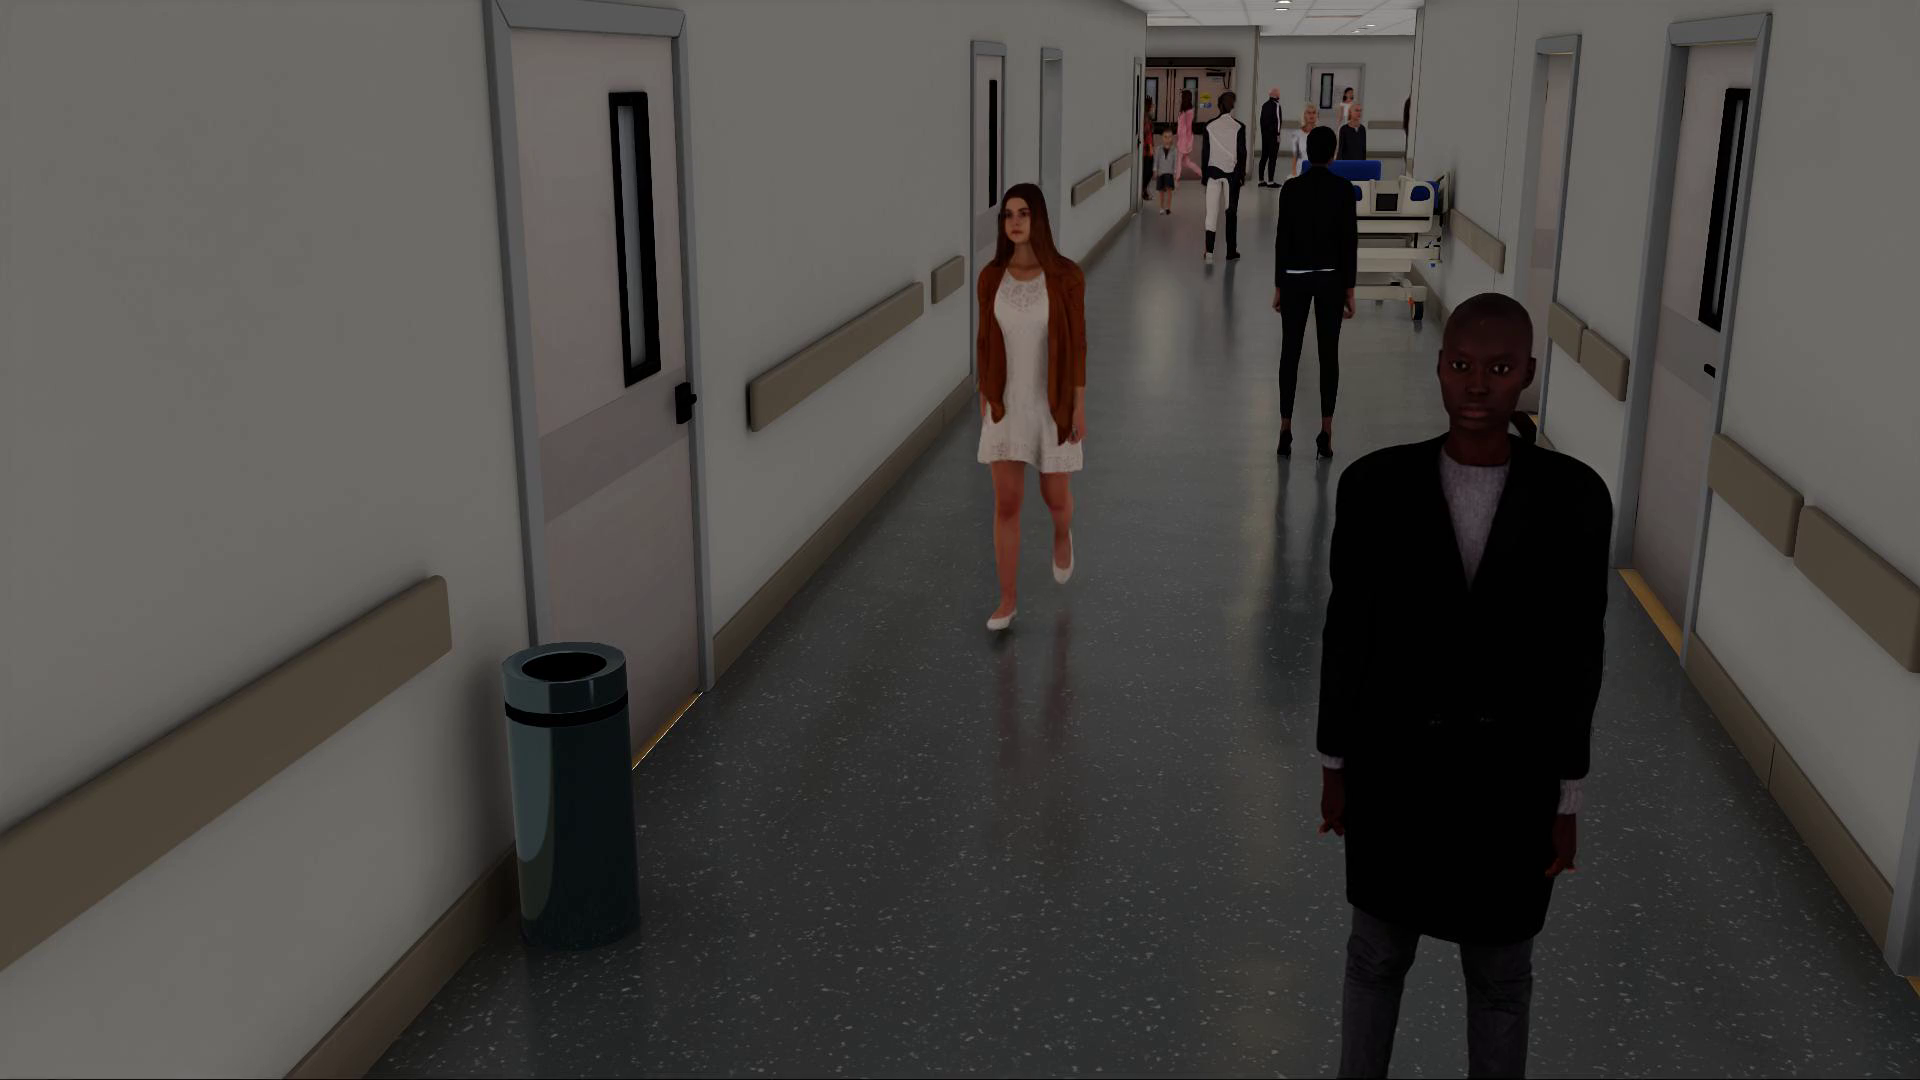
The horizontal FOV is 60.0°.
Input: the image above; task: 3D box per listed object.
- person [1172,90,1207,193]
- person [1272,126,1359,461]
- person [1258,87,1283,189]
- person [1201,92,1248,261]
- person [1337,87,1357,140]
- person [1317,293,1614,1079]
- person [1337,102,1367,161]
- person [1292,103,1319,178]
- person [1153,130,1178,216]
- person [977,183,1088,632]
[{"bbox_3d":[4.093,-7.079,29.635,1.143,1.776,0.804,-1,16,-4],"label":"person"},{"bbox_3d":[1.964,-1.365,9.260,0.492,1.834,0.693,5,16,17],"label":"person"},{"bbox_3d":[5.819,-7.553,31.208,0.786,1.835,0.771,-7,17,-24],"label":"person"},{"bbox_3d":[3.052,-4.222,19.285,0.557,1.893,0.760,5,16,16],"label":"person"},{"bbox_3d":[8.573,-9.139,36.972,0.781,1.758,0.816,-2,16,-8],"label":"person"},{"bbox_3d":[0.910,0.424,3.050,0.527,1.761,0.719,5,16,17],"label":"person"},{"bbox_3d":[5.370,-5.147,22.878,0.630,1.724,0.740,-6,17,-20],"label":"person"},{"bbox_3d":[4.213,-4.449,20.369,0.644,1.741,0.700,-1,16,-4],"label":"person"},{"bbox_3d":[3.097,-5.549,25.173,0.779,1.244,0.558,3,16,9],"label":"person"},{"bbox_3d":[0.308,-0.529,6.554,0.979,1.693,0.683,3,16,12],"label":"person"}]
